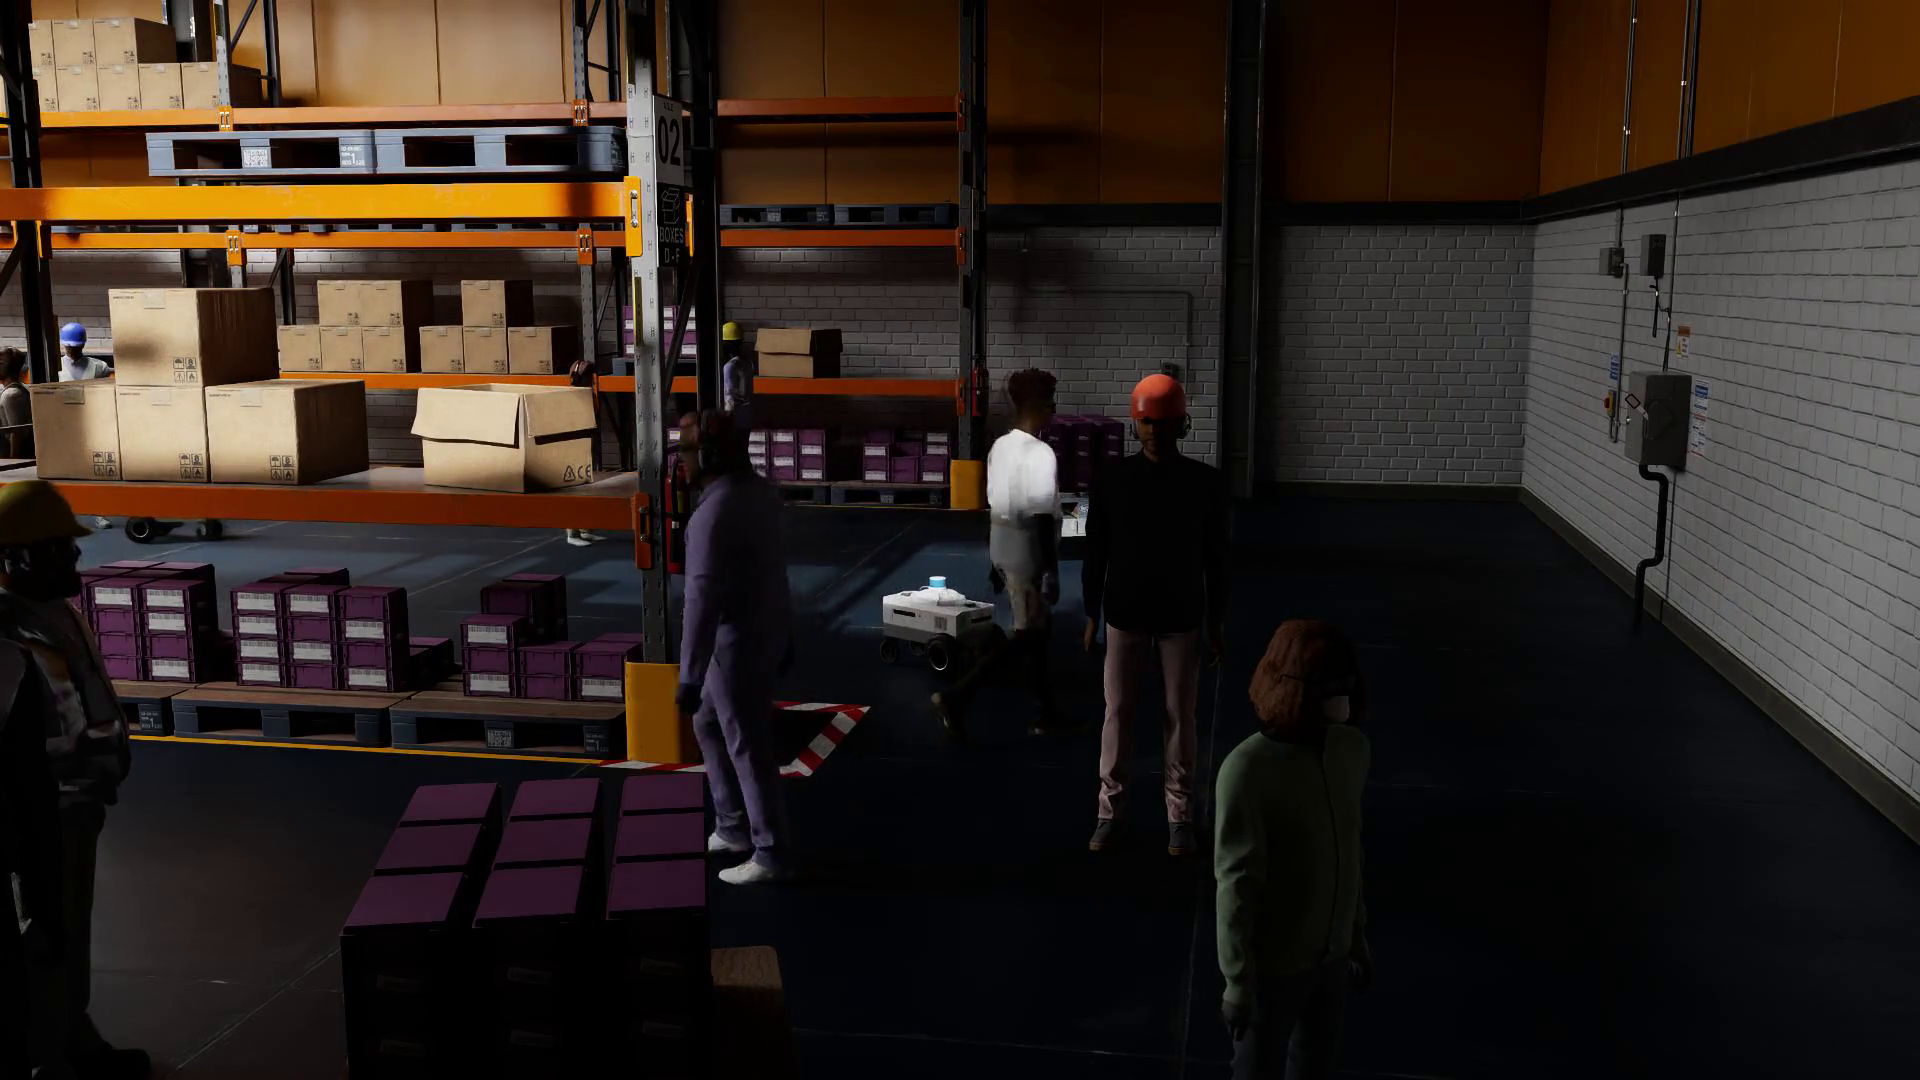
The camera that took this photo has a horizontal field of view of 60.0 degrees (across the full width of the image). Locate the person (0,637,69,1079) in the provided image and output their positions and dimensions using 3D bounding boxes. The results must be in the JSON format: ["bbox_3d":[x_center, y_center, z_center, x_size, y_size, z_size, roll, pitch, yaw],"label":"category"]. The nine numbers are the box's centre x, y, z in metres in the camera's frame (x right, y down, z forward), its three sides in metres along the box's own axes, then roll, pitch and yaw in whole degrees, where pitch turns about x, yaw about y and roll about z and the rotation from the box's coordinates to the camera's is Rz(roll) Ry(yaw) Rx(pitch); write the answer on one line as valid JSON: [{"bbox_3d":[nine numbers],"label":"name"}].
[{"bbox_3d":[-2.362,0.850,3.790,0.591,1.919,0.390,-3,10,-20],"label":"person"}]

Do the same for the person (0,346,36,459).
[{"bbox_3d":[-7.294,-0.577,12.863,0.336,1.846,0.513,-3,10,-20],"label":"person"}]

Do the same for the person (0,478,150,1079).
[{"bbox_3d":[-2.581,0.738,4.741,0.404,1.836,0.590,-2,9,-13],"label":"person"}]

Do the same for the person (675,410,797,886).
[{"bbox_3d":[-0.930,0.436,6.473,0.657,1.878,0.673,2,9,10],"label":"person"}]

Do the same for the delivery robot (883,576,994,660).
[{"bbox_3d":[-0.136,0.465,10.107,0.707,0.478,0.477,8,12,41],"label":"delivery robot"}]

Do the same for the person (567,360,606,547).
[{"bbox_3d":[-3.332,-0.769,14.702,0.310,1.638,0.523,2,9,13],"label":"person"}]

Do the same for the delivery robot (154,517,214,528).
[{"bbox_3d":[-7.051,-0.316,14.950,0.707,0.478,0.477,-1,9,-6],"label":"delivery robot"}]

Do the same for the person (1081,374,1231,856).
[{"bbox_3d":[0.803,0.314,6.875,0.611,1.996,0.379,2,9,10],"label":"person"}]

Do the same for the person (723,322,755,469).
[{"bbox_3d":[-2.163,-1.121,15.992,0.365,1.927,0.588,1,9,8],"label":"person"}]

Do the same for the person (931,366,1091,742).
[{"bbox_3d":[0.269,0.088,8.450,0.849,1.943,0.615,-3,10,-17],"label":"person"}]

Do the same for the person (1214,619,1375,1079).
[{"bbox_3d":[0.779,0.982,3.853,0.507,1.633,0.276,-8,12,-40],"label":"person"}]

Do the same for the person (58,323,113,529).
[{"bbox_3d":[-8.215,-1.049,15.515,0.604,1.937,0.403,-6,11,-34],"label":"person"}]
